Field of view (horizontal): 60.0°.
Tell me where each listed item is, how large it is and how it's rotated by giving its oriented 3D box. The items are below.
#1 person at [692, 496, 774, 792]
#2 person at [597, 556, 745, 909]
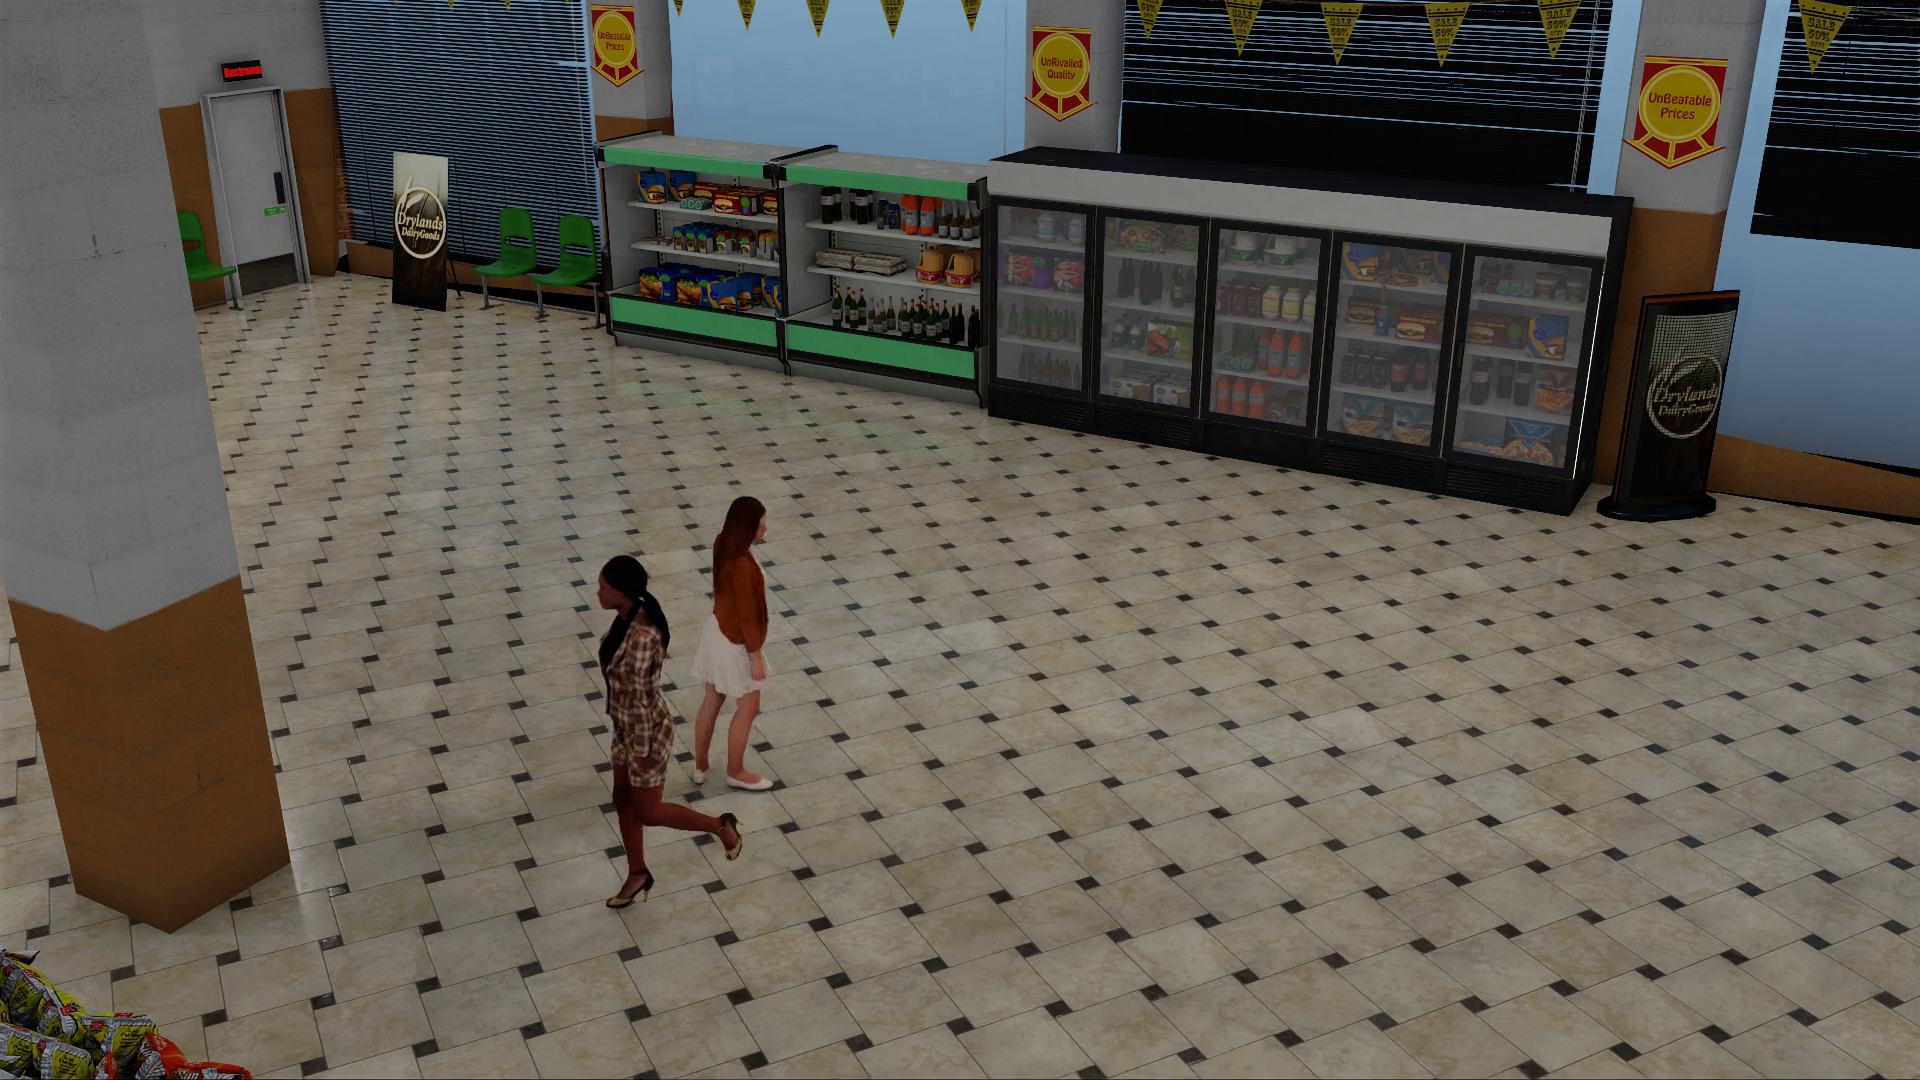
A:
[{"bbox_3d":[-1.229,0.543,8.703,0.893,1.683,0.796,-17,27,-35],"label":"person"},{"bbox_3d":[-1.383,0.903,7.682,0.942,1.775,0.951,-10,24,-23],"label":"person"}]
